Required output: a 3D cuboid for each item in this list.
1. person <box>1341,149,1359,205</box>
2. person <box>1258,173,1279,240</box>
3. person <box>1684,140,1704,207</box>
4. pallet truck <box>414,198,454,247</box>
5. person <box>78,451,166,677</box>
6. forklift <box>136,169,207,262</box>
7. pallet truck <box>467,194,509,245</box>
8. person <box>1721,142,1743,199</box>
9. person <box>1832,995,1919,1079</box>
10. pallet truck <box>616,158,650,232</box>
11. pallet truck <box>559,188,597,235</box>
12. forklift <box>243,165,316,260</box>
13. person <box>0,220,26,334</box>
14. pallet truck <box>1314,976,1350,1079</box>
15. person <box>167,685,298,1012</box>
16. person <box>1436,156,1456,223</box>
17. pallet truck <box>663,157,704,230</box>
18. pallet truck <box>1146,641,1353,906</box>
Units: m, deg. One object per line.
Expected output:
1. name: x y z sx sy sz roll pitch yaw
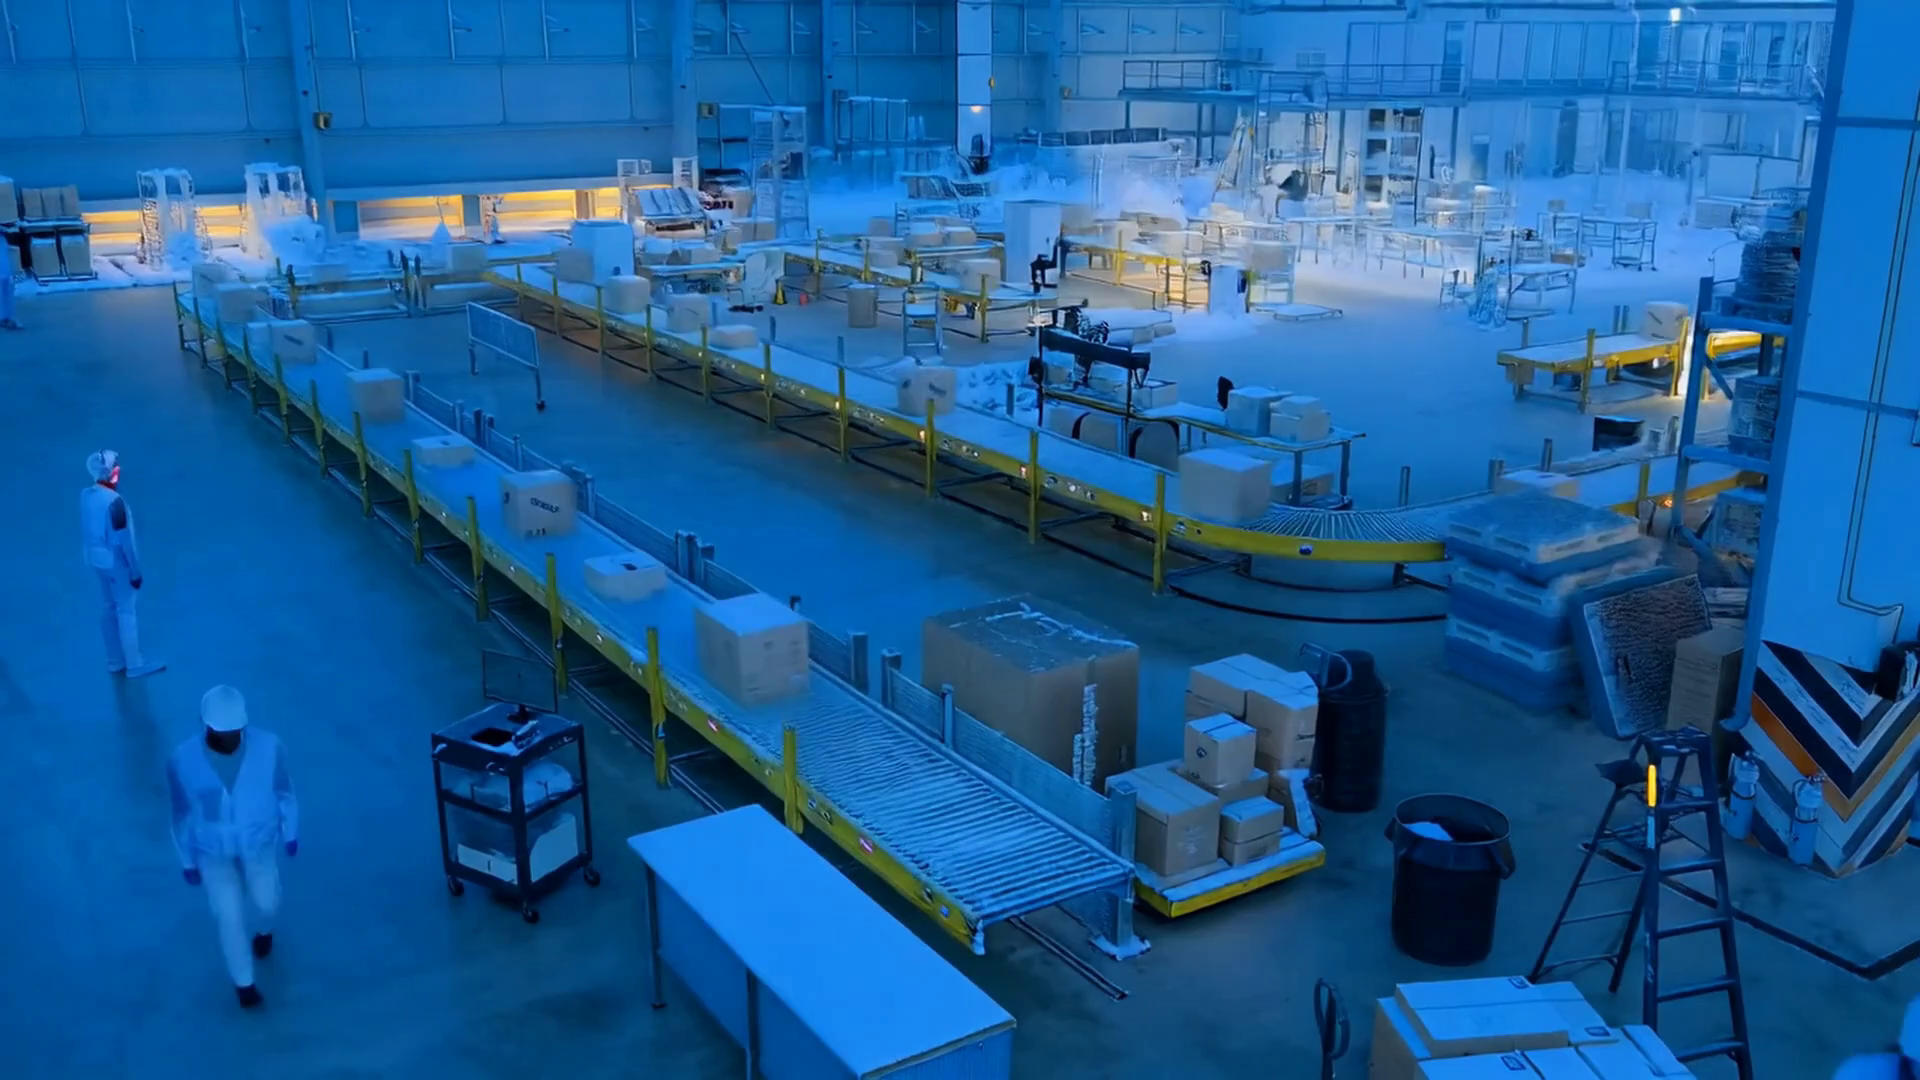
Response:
1. person: 11.978 -11.111 51.089 0.533 1.767 0.327 7 18 22
2. person: 7.580 -8.103 40.968 0.516 1.843 0.782 -4 17 -13
3. person: 22.647 -11.318 51.307 0.700 2.000 0.538 -6 18 -20
4. pallet truck: -13.250 -8.060 41.856 0.680 1.201 1.601 -10 20 -31
5. person: -6.780 0.197 13.323 0.566 1.847 0.389 11 20 33
6. forklift: -17.842 -7.318 37.559 1.157 1.987 2.680 -10 20 -31
7. pallet truck: -11.983 -8.177 42.137 0.704 1.261 1.522 -11 20 -33
8. person: 24.039 -11.403 51.786 0.590 1.926 0.388 1 17 4
9. person: 3.322 2.412 5.884 0.635 1.889 1.014 14 22 39
10. pallet truck: -8.918 -9.176 44.255 0.823 1.965 1.885 -9 19 -27
11. pallet truck: -10.010 -8.652 43.699 0.653 1.274 1.630 -10 20 -31
12. forklift: -15.898 -7.669 38.708 1.157 1.987 2.680 -11 20 -33
13. person: -16.744 -4.624 29.104 0.369 1.996 0.622 -3 17 -9
14. pallet truck: 2.299 2.390 7.086 1.601 1.201 0.680 -2 17 -7
15. person: -3.825 1.572 8.813 0.607 1.809 0.574 -8 18 -24
16. person: 13.605 -9.838 46.692 0.588 1.869 0.648 -9 19 -29
17. pallet truck: -7.586 -9.308 44.692 0.823 1.965 1.885 -11 20 -33
18. pallet truck: 1.664 1.407 10.232 1.630 1.274 0.653 -10 20 -31
